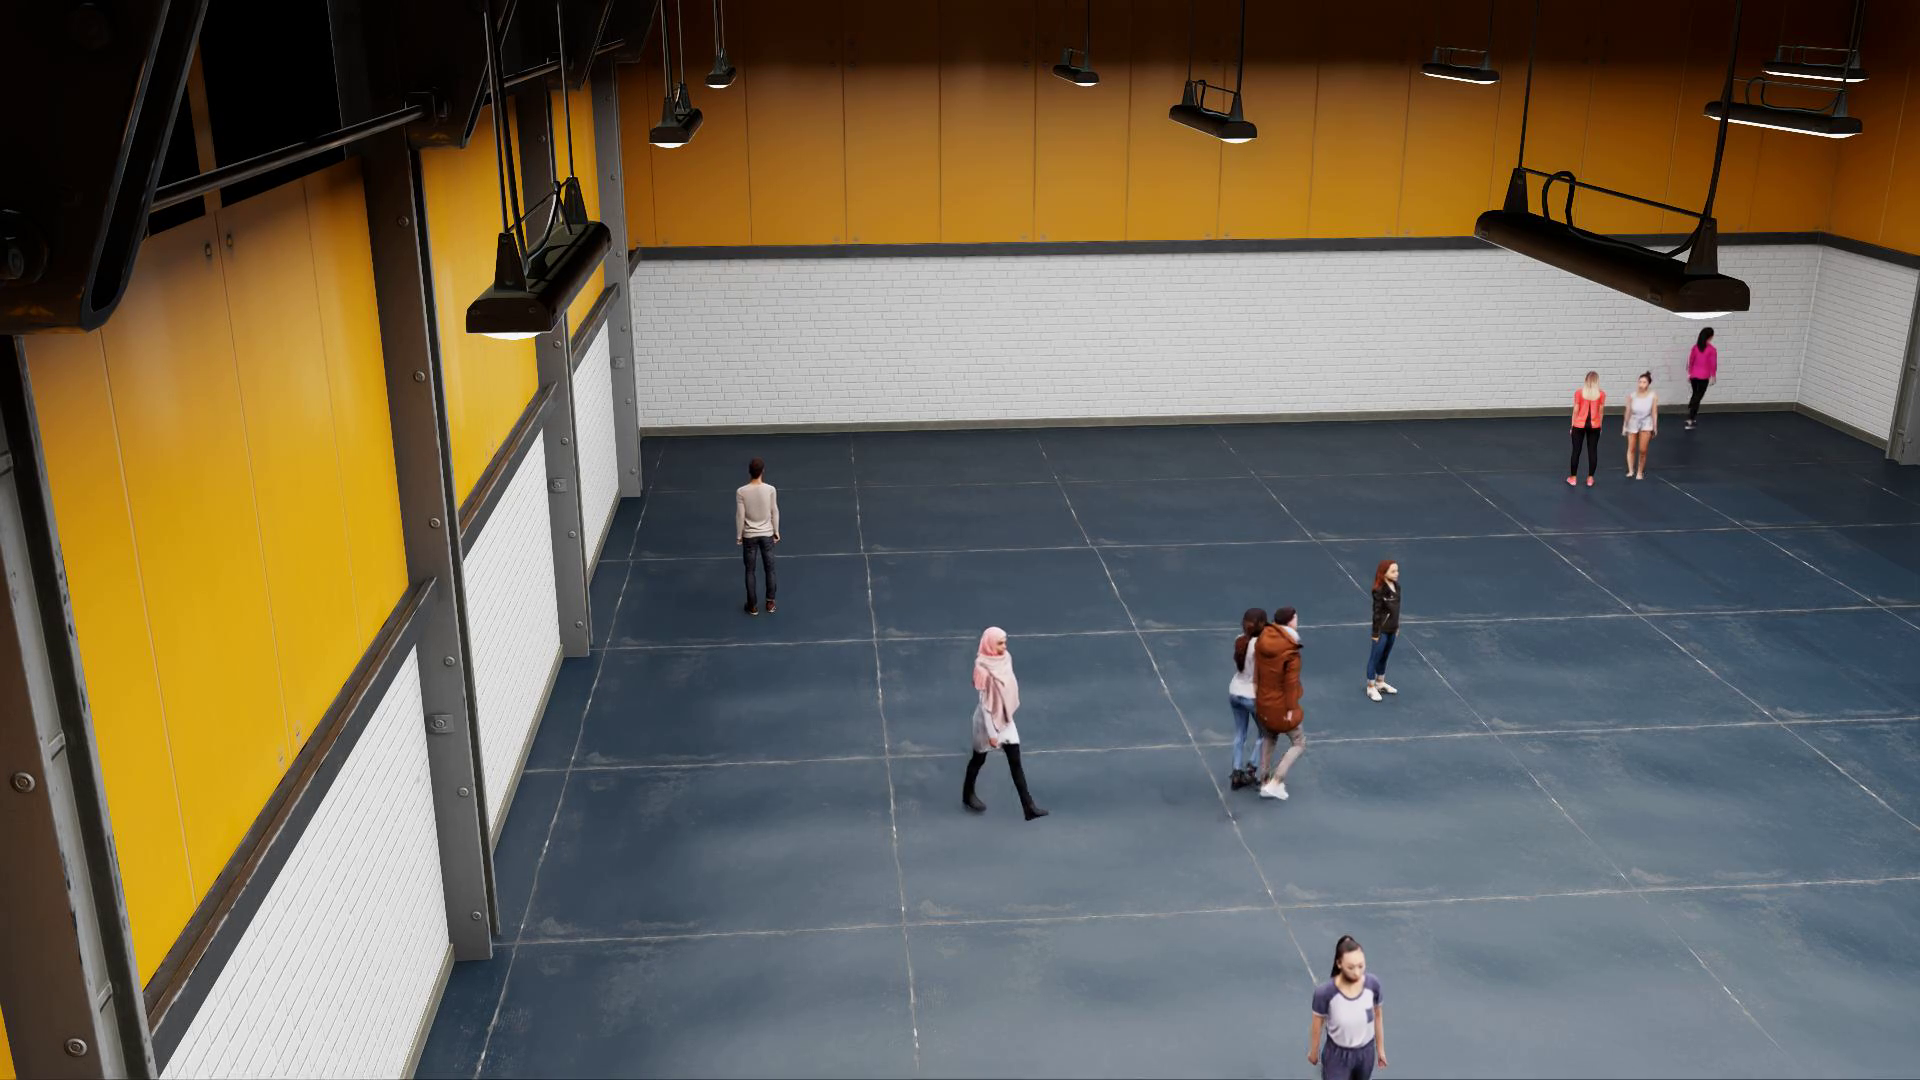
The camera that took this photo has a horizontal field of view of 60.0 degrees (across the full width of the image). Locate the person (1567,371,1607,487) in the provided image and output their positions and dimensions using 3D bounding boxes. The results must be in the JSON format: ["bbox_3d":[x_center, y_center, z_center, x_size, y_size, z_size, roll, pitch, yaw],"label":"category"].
[{"bbox_3d":[9.163,-1.640,24.327,0.648,1.693,0.626,4,19,11],"label":"person"}]

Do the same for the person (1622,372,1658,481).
[{"bbox_3d":[10.096,-1.705,24.667,0.773,1.599,0.822,10,21,27],"label":"person"}]

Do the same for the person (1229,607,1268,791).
[{"bbox_3d":[2.552,1.465,15.090,0.805,1.702,0.727,-11,22,-30],"label":"person"}]

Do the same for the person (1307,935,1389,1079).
[{"bbox_3d":[2.337,3.153,10.218,0.745,1.615,1.085,-6,19,-17],"label":"person"}]

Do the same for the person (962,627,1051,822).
[{"bbox_3d":[0.205,1.612,14.569,1.203,1.758,1.105,17,25,41],"label":"person"}]

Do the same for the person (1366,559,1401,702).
[{"bbox_3d":[4.361,0.897,17.122,0.640,1.484,0.682,-17,25,-40],"label":"person"}]

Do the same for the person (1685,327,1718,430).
[{"bbox_3d":[12.107,-2.646,27.325,0.756,1.686,0.700,-11,21,-29],"label":"person"}]

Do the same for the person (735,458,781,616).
[{"bbox_3d":[-2.354,-0.051,19.336,0.701,1.866,0.649,-5,19,-14],"label":"person"}]

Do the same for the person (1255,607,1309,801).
[{"bbox_3d":[2.782,1.487,14.836,0.894,1.824,0.792,-12,22,-32],"label":"person"}]
